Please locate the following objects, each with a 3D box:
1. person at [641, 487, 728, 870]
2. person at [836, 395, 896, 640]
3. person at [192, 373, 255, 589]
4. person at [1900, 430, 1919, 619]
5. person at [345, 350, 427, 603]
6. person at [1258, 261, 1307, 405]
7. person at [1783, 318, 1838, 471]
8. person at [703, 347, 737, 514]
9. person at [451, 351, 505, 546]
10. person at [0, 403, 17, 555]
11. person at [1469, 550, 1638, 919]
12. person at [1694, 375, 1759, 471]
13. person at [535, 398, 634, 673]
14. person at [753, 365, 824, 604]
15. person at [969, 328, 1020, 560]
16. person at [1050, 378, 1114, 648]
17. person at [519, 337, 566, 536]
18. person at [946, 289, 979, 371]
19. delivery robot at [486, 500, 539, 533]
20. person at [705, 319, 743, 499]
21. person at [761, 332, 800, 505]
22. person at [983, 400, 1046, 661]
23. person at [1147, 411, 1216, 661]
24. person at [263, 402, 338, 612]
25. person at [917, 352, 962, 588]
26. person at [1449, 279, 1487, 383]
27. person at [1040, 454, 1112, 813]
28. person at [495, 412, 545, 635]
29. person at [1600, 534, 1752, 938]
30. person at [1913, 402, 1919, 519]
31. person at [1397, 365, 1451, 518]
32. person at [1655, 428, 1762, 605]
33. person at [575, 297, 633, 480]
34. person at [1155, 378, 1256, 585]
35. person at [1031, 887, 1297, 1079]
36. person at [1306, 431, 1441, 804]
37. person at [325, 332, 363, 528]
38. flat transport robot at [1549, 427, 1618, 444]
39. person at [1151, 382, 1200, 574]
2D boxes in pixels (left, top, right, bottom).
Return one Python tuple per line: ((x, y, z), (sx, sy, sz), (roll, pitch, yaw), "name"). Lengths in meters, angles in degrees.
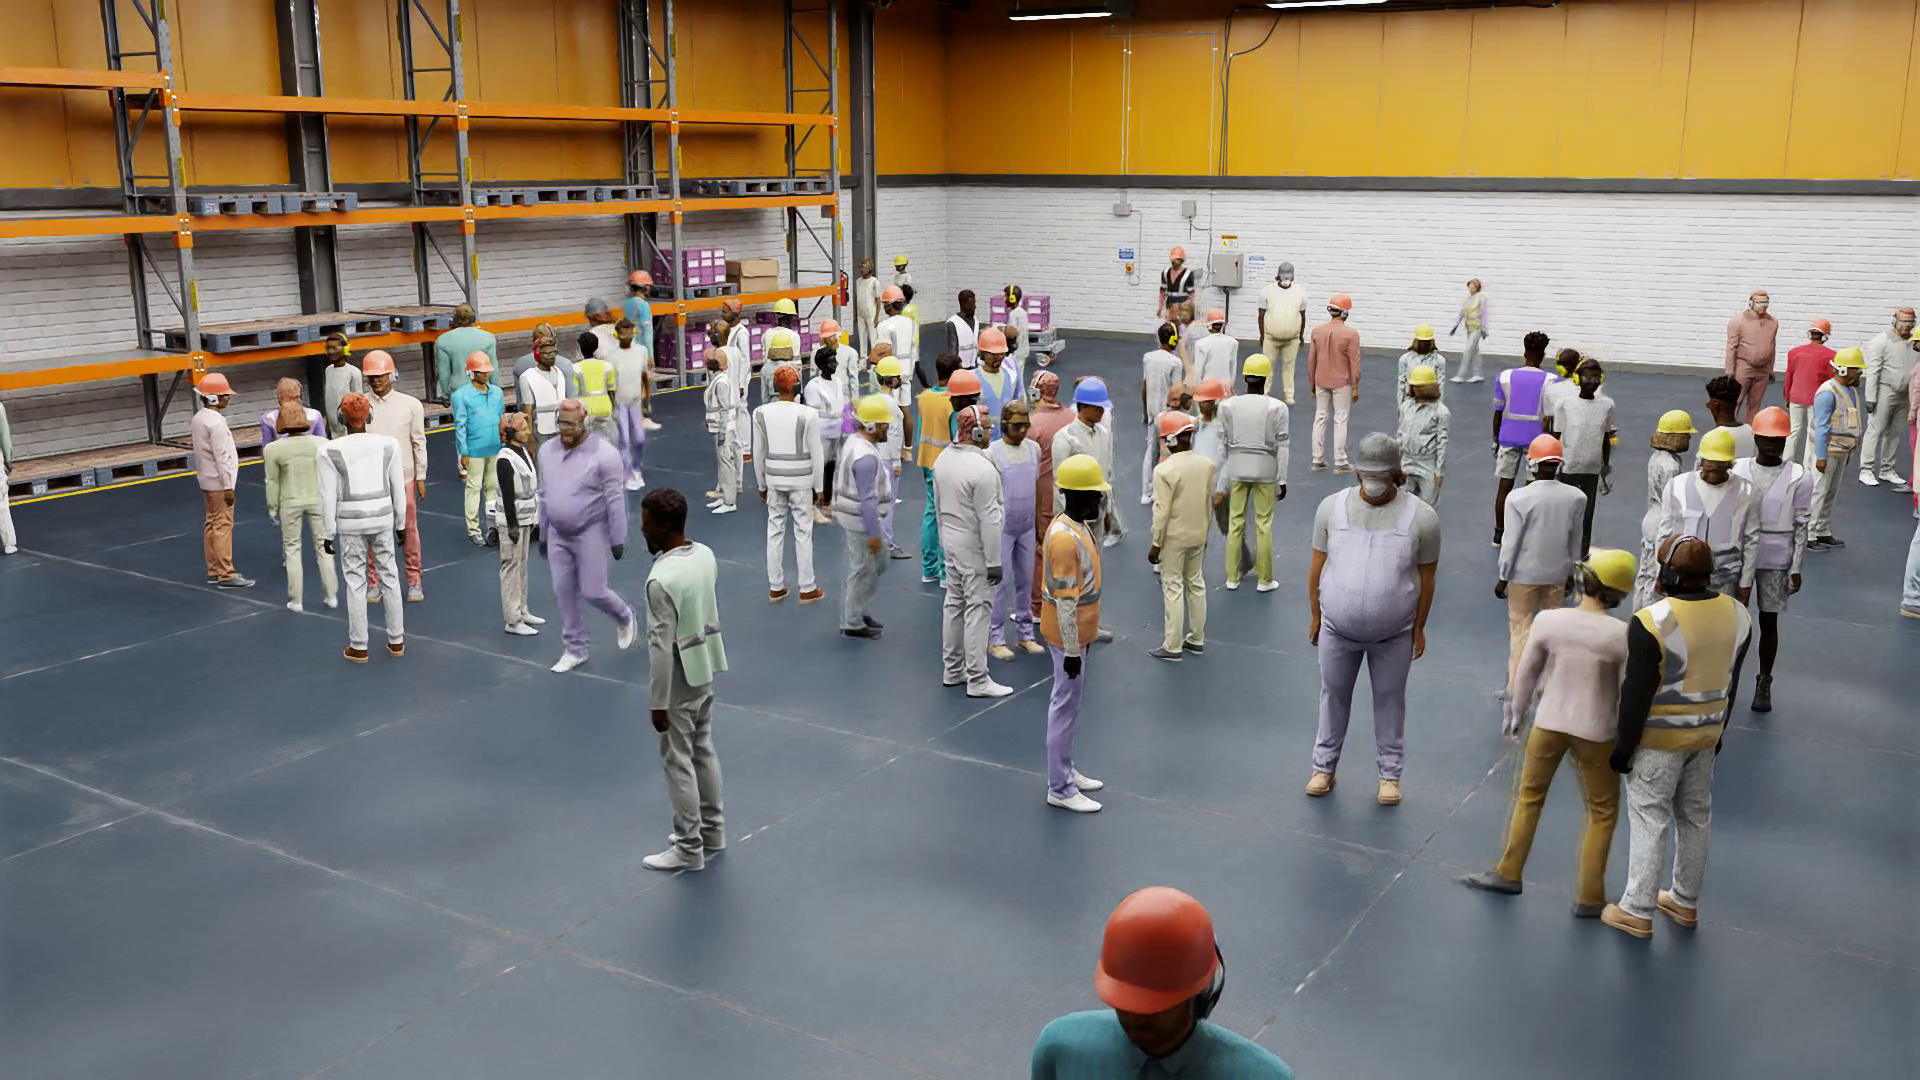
((-1.351, 0.683, 8.145), (0.392, 1.910, 0.592), (3, 13, 14), "person")
((-0.667, -0.150, 11.955), (0.445, 1.811, 0.623), (-1, 13, -5), "person")
((-6.017, -0.487, 13.548), (0.342, 1.749, 0.573), (-11, 17, -38), "person")
((7.437, -0.394, 12.613), (0.393, 1.992, 0.622), (8, 15, 32), "person")
((-4.490, -0.493, 13.047), (0.612, 1.995, 0.382), (-2, 13, -8), "person")
((4.547, -2.915, 23.451), (0.674, 2.000, 0.537), (1, 13, 3), "person")
((9.310, -1.548, 18.188), (0.354, 1.739, 0.571), (-12, 17, -41), "person")
((-2.356, -1.078, 16.367), (0.312, 1.637, 0.515), (-3, 13, -13), "person")
((-4.310, -0.836, 15.061), (0.330, 1.751, 0.564), (8, 15, 31), "person")
((-8.543, -0.650, 14.505), (0.522, 1.640, 0.306), (-10, 16, -36), "person")
((2.785, 0.874, 7.740), (0.732, 1.733, 0.336), (10, 17, 38), "person")
((5.367, -0.184, 11.776), (0.602, 1.961, 0.371), (-10, 16, -36), "person")
((-2.568, -0.052, 11.378), (0.647, 1.887, 0.593), (6, 14, 23), "person")
((-1.328, -0.430, 13.019), (0.574, 1.883, 0.355), (4, 13, 16), "person")
((0.275, -0.802, 14.280), (0.615, 2.040, 0.391), (-8, 15, -31), "person")
((0.884, -0.189, 11.848), (0.417, 1.940, 0.606), (11, 17, 40), "person")
((-3.830, -0.961, 15.399), (0.374, 1.843, 0.574), (6, 14, 24), "person")
((0.031, -2.043, 19.941), (0.373, 1.914, 0.596), (8, 15, 31), "person")
((-3.981, -0.295, 15.134), (0.477, 0.478, 0.707), (6, 14, 24), "delivery robot")
((-2.427, -1.336, 17.030), (0.345, 1.846, 0.507), (6, 14, 23), "person")
((-1.782, -1.223, 16.763), (0.485, 1.745, 0.296), (10, 16, 37), "person")
((0.362, -0.070, 11.569), (0.519, 1.836, 0.343), (-9, 16, -34), "person")
((1.512, -0.030, 11.588), (0.564, 1.740, 0.352), (-10, 17, -38), "person")
((-5.071, -0.252, 12.817), (0.505, 1.628, 0.277), (-8, 15, -30), "person")
((-0.138, -0.571, 13.549), (0.379, 1.917, 0.591), (-9, 16, -34), "person")
((7.842, -3.207, 25.628), (0.702, 1.611, 0.551), (-3, 13, -12), "person")
((0.618, 0.489, 8.933), (0.370, 1.927, 0.588), (2, 13, 7), "person")
((-3.257, -0.129, 12.238), (0.313, 1.642, 0.513), (0, 13, -1), "person")
((3.174, 0.875, 7.450), (0.627, 1.843, 0.429), (-5, 14, -21), "person")
((9.474, -1.048, 15.977), (0.518, 1.756, 0.347), (4, 13, 15), "person")
((3.916, -0.627, 14.179), (0.310, 1.744, 0.488), (-11, 17, -39), "person")
((4.672, 0.196, 10.434), (0.594, 1.825, 0.403), (6, 14, 25), "person")
((-3.867, -1.680, 18.094), (0.989, 2.000, 0.684), (8, 15, 30), "person")
((2.074, -0.485, 13.639), (0.892, 1.709, 0.572), (-8, 15, -30), "person")
((0.417, 1.677, 3.636), (0.623, 1.989, 0.400), (4, 14, 19), "person")
((2.205, 0.421, 8.978), (0.683, 2.000, 0.538), (5, 14, 19), "person")
((-5.779, -1.013, 15.573), (0.513, 1.872, 0.328), (8, 15, 31), "person")
((7.732, -1.410, 20.800), (0.652, 0.197, 1.431), (2, 13, 9), "flat transport robot")
((1.809, -0.500, 13.855), (0.312, 1.638, 0.523), (-11, 17, -40), "person")
